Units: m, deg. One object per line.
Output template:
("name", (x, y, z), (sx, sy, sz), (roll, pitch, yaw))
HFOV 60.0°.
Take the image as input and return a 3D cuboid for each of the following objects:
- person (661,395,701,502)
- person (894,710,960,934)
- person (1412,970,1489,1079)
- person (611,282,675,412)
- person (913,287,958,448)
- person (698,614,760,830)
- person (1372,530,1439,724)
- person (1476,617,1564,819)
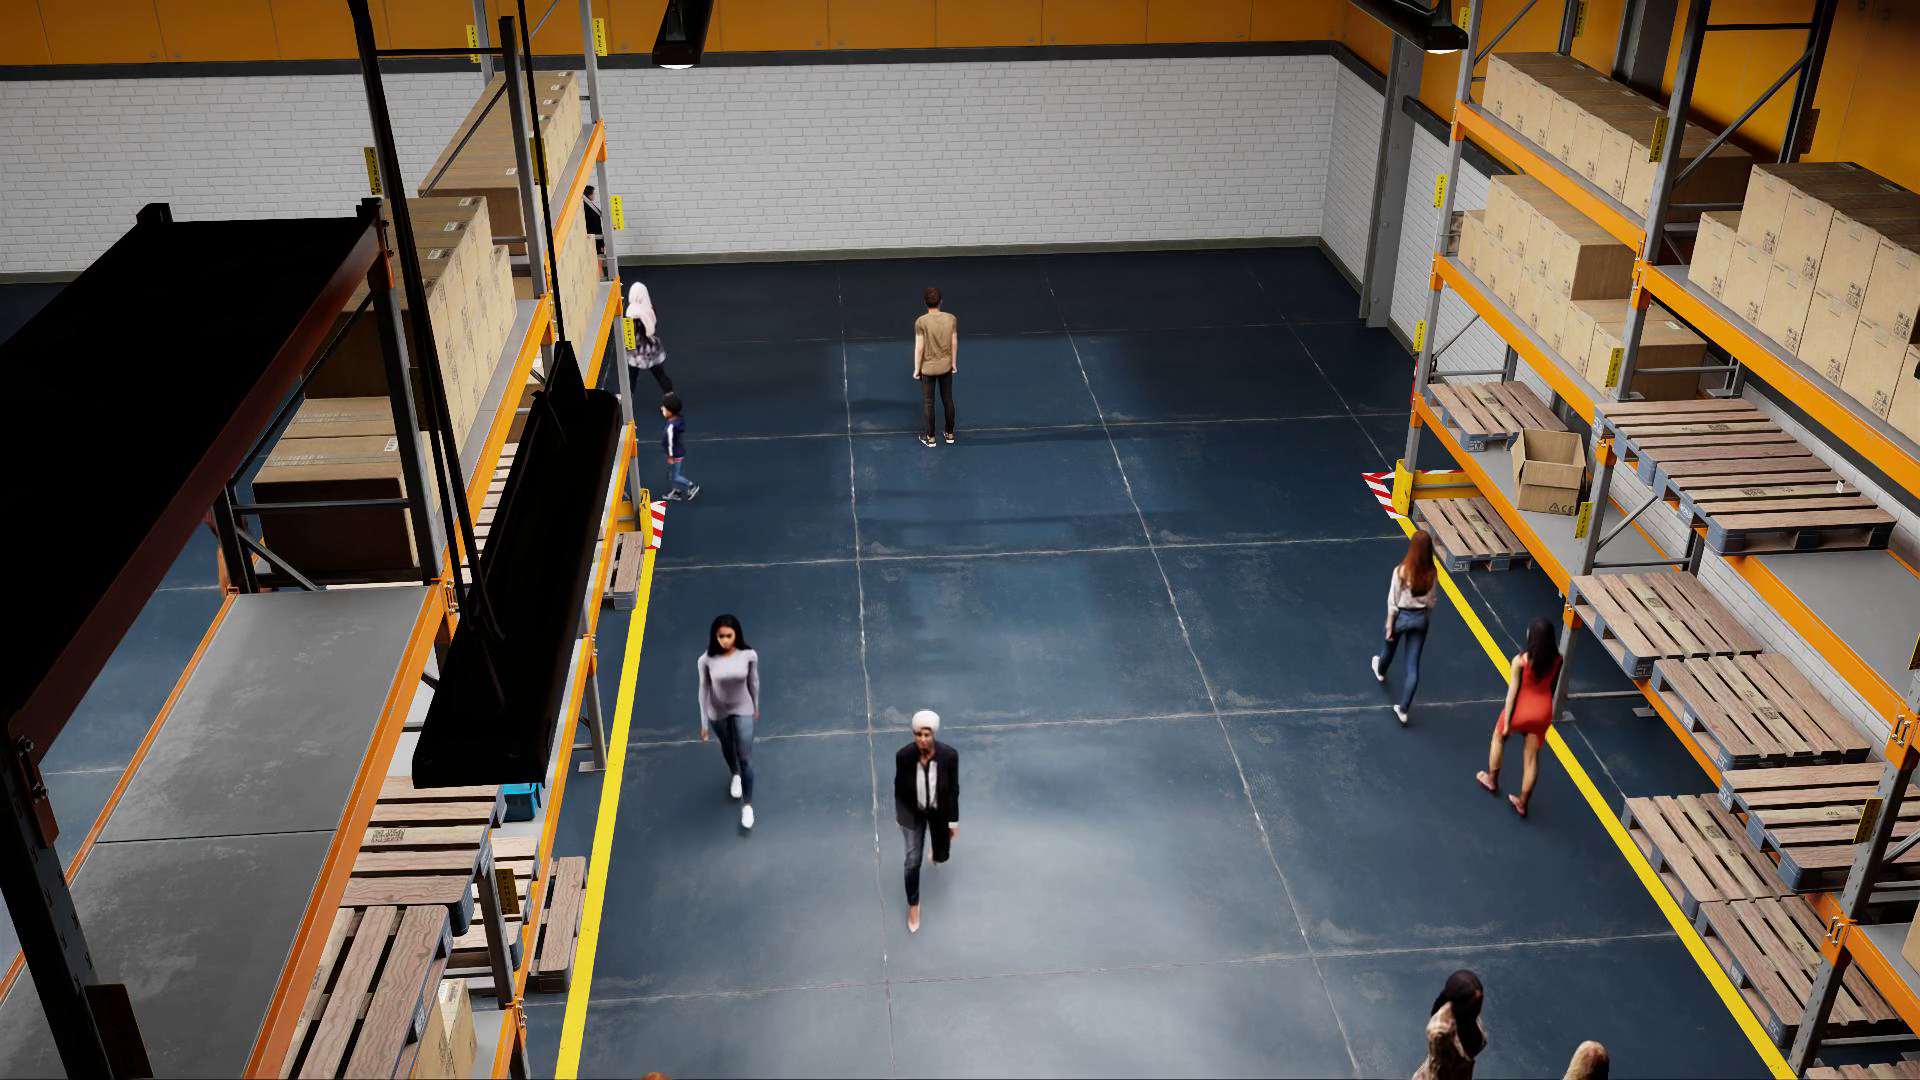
("person", (-2.974, -0.945, 17.579), (0.597, 1.205, 0.587), (0, 29, 0))
("person", (-0.271, 1.924, 11.849), (0.789, 1.754, 1.001), (1, 29, 3))
("person", (2.673, 3.142, 9.530), (0.975, 1.739, 1.139), (-22, 36, -35))
("person", (-3.609, -2.211, 19.498), (1.057, 1.590, 1.127), (13, 31, 23))
("person", (-0.273, -1.959, 18.765), (0.726, 1.849, 0.660), (-10, 30, -18))
("person", (-1.788, 1.294, 12.951), (0.606, 1.707, 0.941), (-2, 29, -3))
("person", (3.791, 0.753, 13.964), (0.640, 1.686, 1.093), (-1, 29, -1))
("person", (4.400, 1.400, 12.764), (0.604, 1.700, 0.765), (-2, 29, -4))
